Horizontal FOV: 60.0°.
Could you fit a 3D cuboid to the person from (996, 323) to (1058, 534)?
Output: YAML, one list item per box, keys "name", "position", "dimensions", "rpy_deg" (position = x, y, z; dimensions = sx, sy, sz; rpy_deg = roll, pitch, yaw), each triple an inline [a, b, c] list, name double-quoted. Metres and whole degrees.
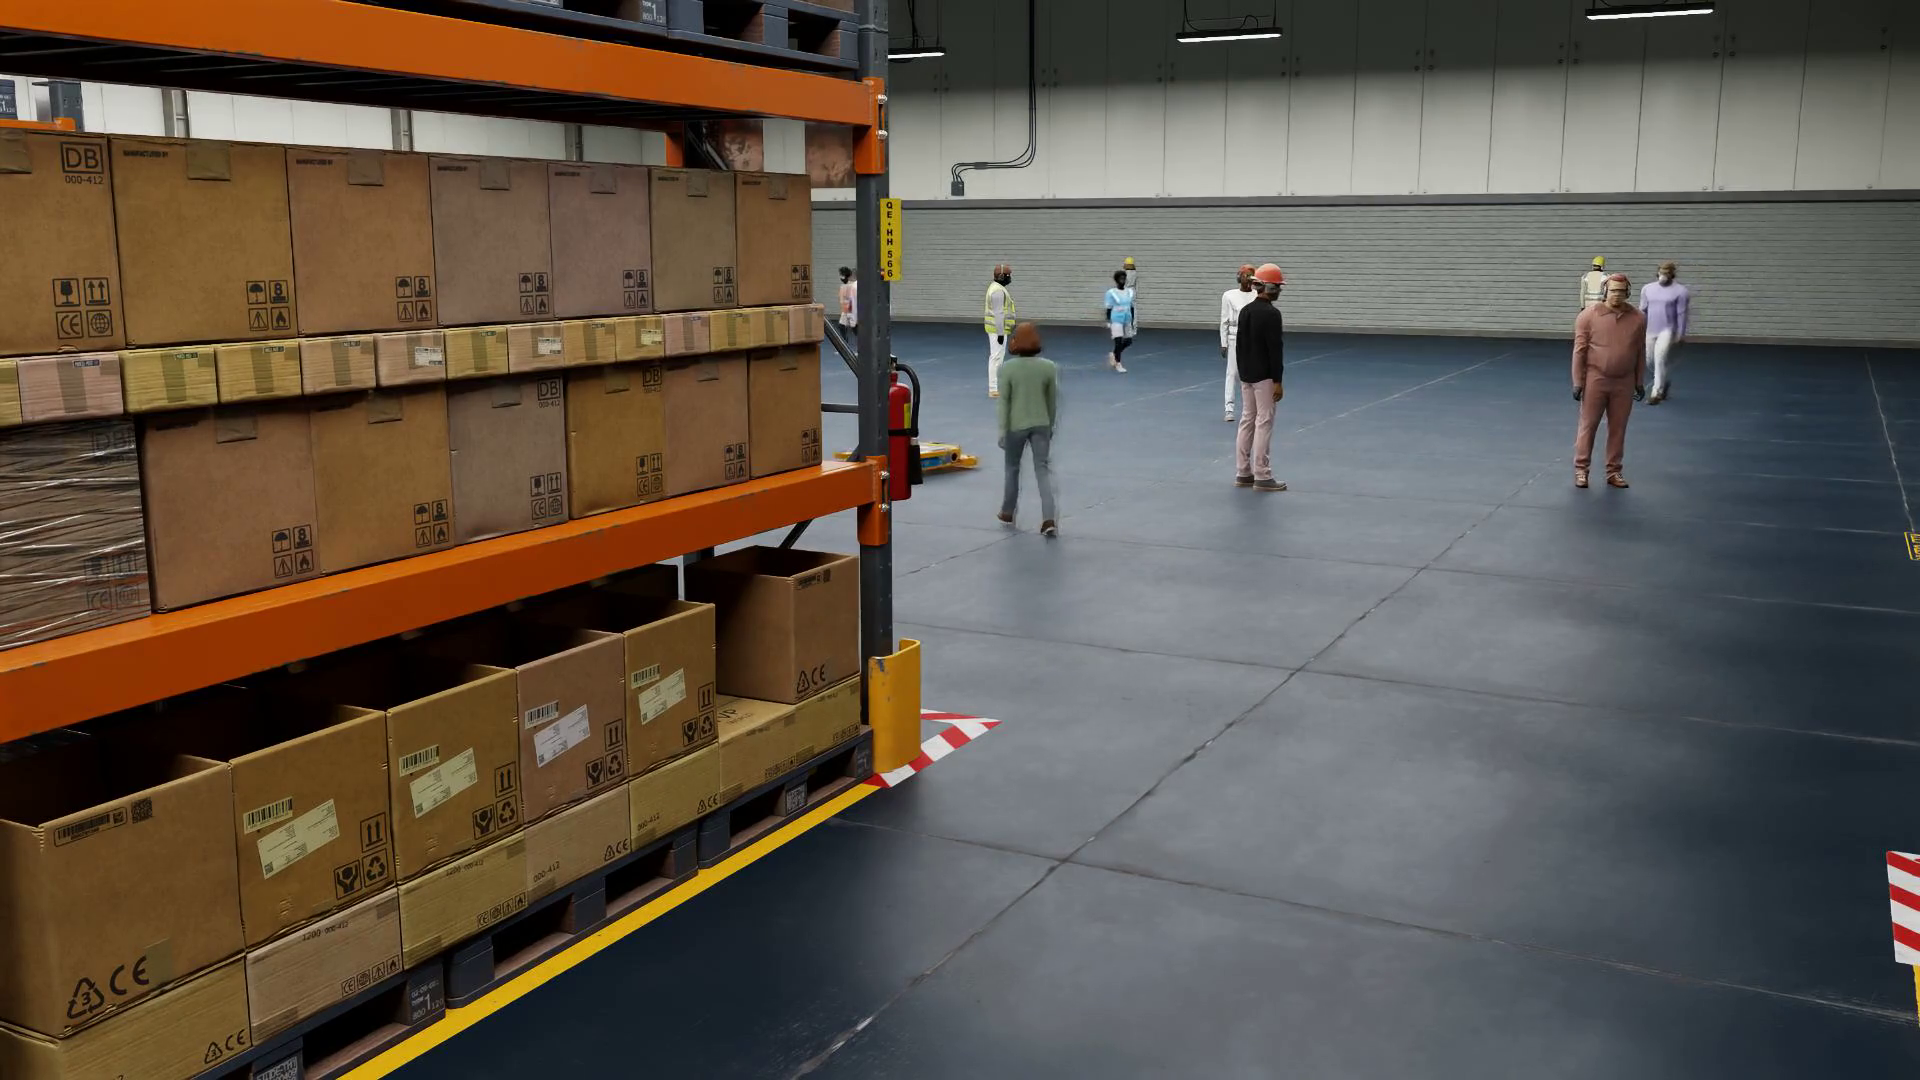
- name: "person"
  position: [0.517, -0.851, 12.632]
  dimensions: [0.515, 1.587, 0.888]
  rpy_deg: [-3, 11, -16]

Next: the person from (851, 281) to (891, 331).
- name: "person"
  position: [-1.352, -3.386, 25.773]
  dimensions: [0.621, 1.837, 0.429]
  rpy_deg: [3, 11, 18]

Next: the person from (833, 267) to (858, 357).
- name: "person"
  position: [-2.053, -4.196, 30.622]
  dimensions: [0.728, 1.654, 0.550]
  rpy_deg: [-6, 12, -29]

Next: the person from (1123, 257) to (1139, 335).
- name: "person"
  position: [3.816, -5.501, 37.551]
  dimensions: [0.486, 1.744, 0.294]
  rpy_deg: [-7, 13, -34]

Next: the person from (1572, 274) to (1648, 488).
- name: "person"
  position: [5.778, -1.407, 14.788]
  dimensions: [0.649, 1.904, 0.401]
  rpy_deg: [0, 10, 2]

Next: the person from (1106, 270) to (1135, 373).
- name: "person"
  position: [2.606, -3.597, 27.332]
  dimensions: [0.540, 1.677, 0.521]
  rpy_deg: [-5, 12, -28]

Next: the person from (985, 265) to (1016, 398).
- name: "person"
  position: [0.557, -2.890, 23.086]
  dimensions: [0.430, 1.836, 0.627]
  rpy_deg: [0, 10, -2]

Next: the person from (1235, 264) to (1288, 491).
- name: "person"
  position: [2.678, -1.436, 14.704]
  dimensions: [0.396, 1.990, 0.622]
  rpy_deg: [-4, 11, -22]

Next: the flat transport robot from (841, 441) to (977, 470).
- name: "flat transport robot"
  position: [-0.553, -0.760, 15.720]
  dimensions: [0.652, 0.197, 1.431]
  rpy_deg: [9, 14, 42]

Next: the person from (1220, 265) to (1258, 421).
- name: "person"
  position: [3.434, -2.378, 20.137]
  dimensions: [0.576, 1.885, 0.355]
  rpy_deg: [-1, 10, -5]

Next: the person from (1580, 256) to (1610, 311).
- name: "person"
  position: [12.339, -4.573, 32.252]
  dimensions: [0.586, 1.833, 0.403]
  rpy_deg: [8, 13, 37]

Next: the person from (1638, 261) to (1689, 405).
- name: "person"
  position: [9.404, -2.774, 22.240]
  dimensions: [0.844, 1.913, 0.637]
  rpy_deg: [-9, 14, -41]
